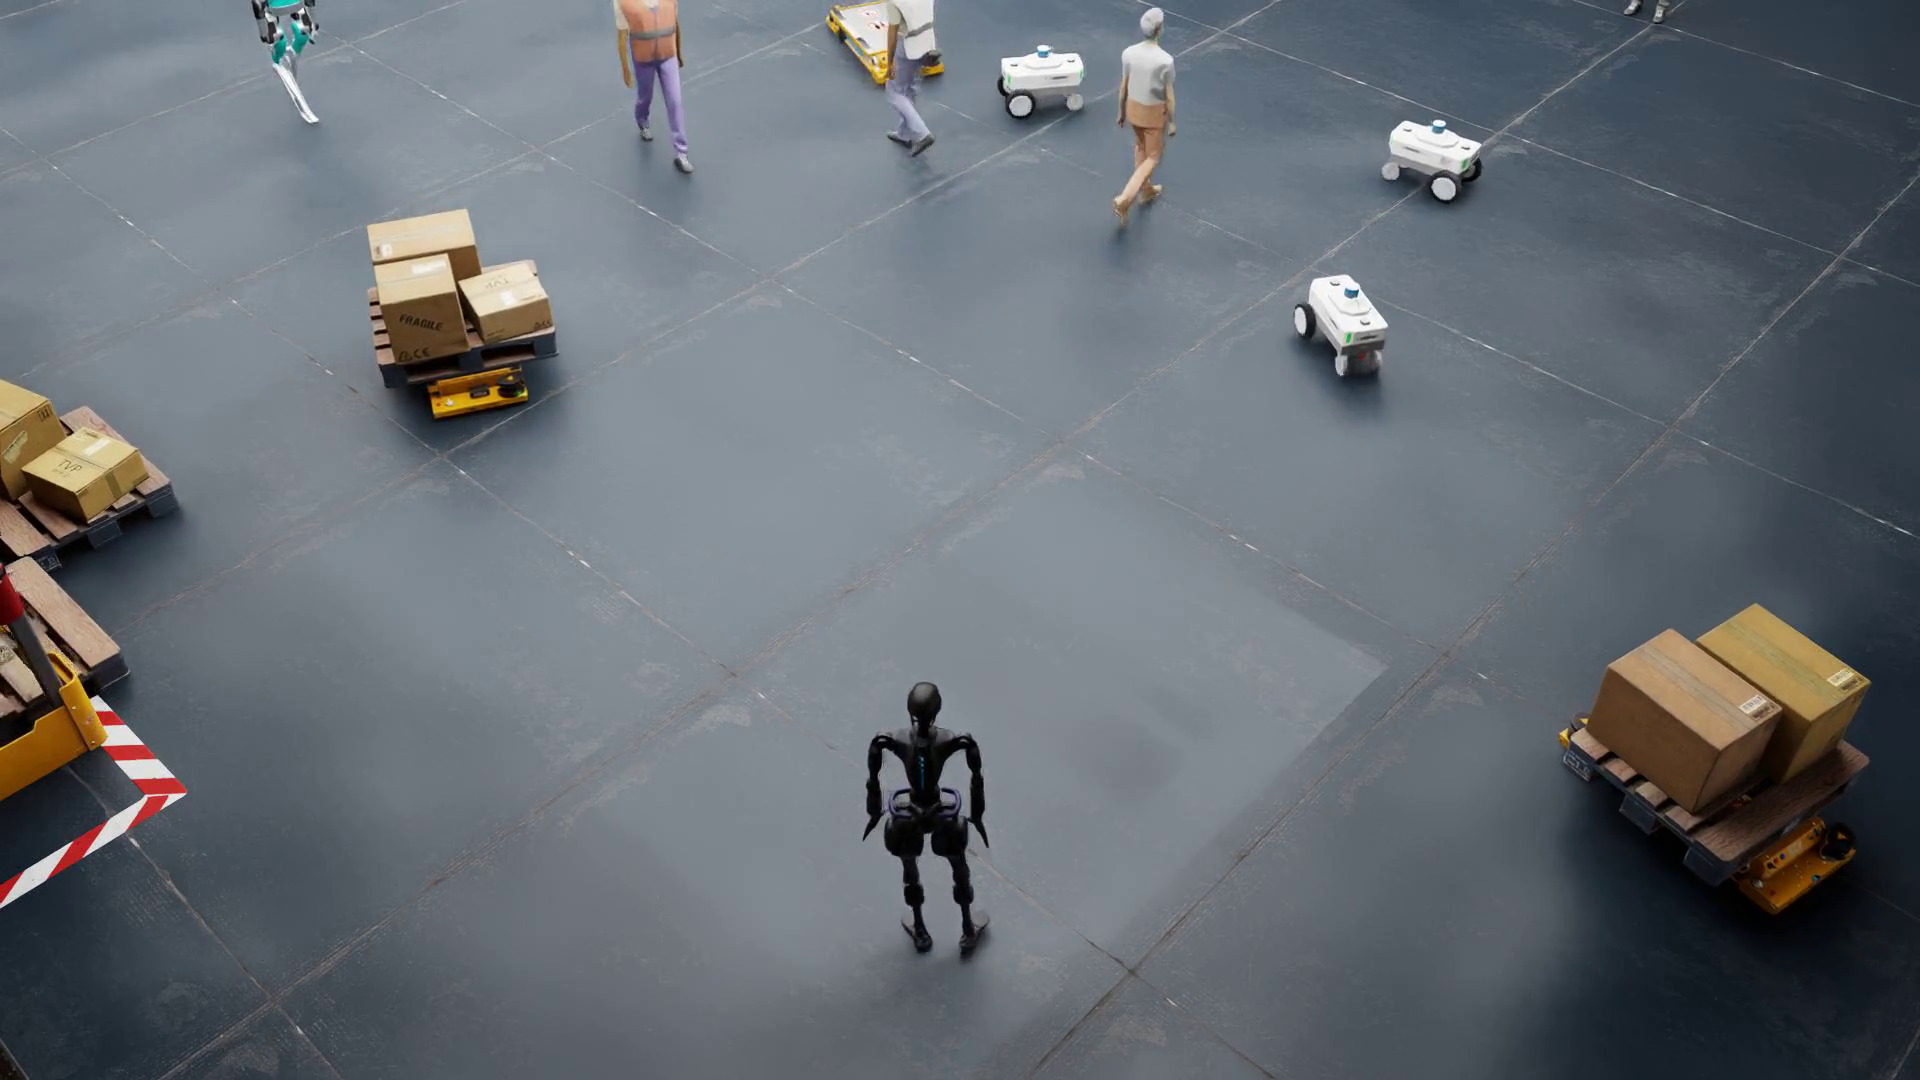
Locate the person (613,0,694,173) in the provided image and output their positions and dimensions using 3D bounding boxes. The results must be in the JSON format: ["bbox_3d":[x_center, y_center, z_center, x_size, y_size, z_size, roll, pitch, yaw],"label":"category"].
[{"bbox_3d":[-2.574,-4.047,13.874,0.577,1.810,0.899,-20,46,-21],"label":"person"}]

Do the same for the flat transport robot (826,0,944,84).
[{"bbox_3d":[-0.727,-4.766,15.823,0.659,0.231,1.431,-16,44,-17],"label":"flat transport robot"}]

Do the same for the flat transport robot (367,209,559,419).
[{"bbox_3d":[-3.579,-1.413,12.096,0.659,0.231,1.431,-13,44,-14],"label":"flat transport robot"}]

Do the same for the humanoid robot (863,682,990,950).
[{"bbox_3d":[-0.167,1.351,7.984,0.614,1.638,0.415,-1,42,-1],"label":"humanoid robot"}]

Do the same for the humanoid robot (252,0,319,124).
[{"bbox_3d":[-5.926,-4.510,14.467,0.558,1.804,0.930,-30,50,-29],"label":"humanoid robot"}]

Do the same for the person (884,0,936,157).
[{"bbox_3d":[-0.417,-4.102,13.921,0.535,1.826,0.587,28,49,28],"label":"person"}]

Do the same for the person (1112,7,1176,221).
[{"bbox_3d":[1.458,-3.355,13.164,0.481,1.728,0.720,30,50,29],"label":"person"}]

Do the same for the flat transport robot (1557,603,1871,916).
[{"bbox_3d":[4.031,1.352,9.024,0.659,0.231,1.431,-24,47,-24],"label":"flat transport robot"}]

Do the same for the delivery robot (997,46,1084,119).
[{"bbox_3d":[0.714,-4.120,14.905,0.811,0.613,0.499,-6,42,-7],"label":"delivery robot"}]

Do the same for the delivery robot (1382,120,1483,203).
[{"bbox_3d":[3.962,-3.194,13.876,0.815,0.612,0.499,26,48,26],"label":"delivery robot"}]

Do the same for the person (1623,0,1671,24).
[{"bbox_3d":[6.797,-5.900,15.917,0.562,1.833,0.408,21,46,22],"label":"person"}]

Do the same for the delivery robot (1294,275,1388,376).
[{"bbox_3d":[2.806,-1.604,12.092,0.499,0.590,0.793,-10,43,-11],"label":"delivery robot"}]
